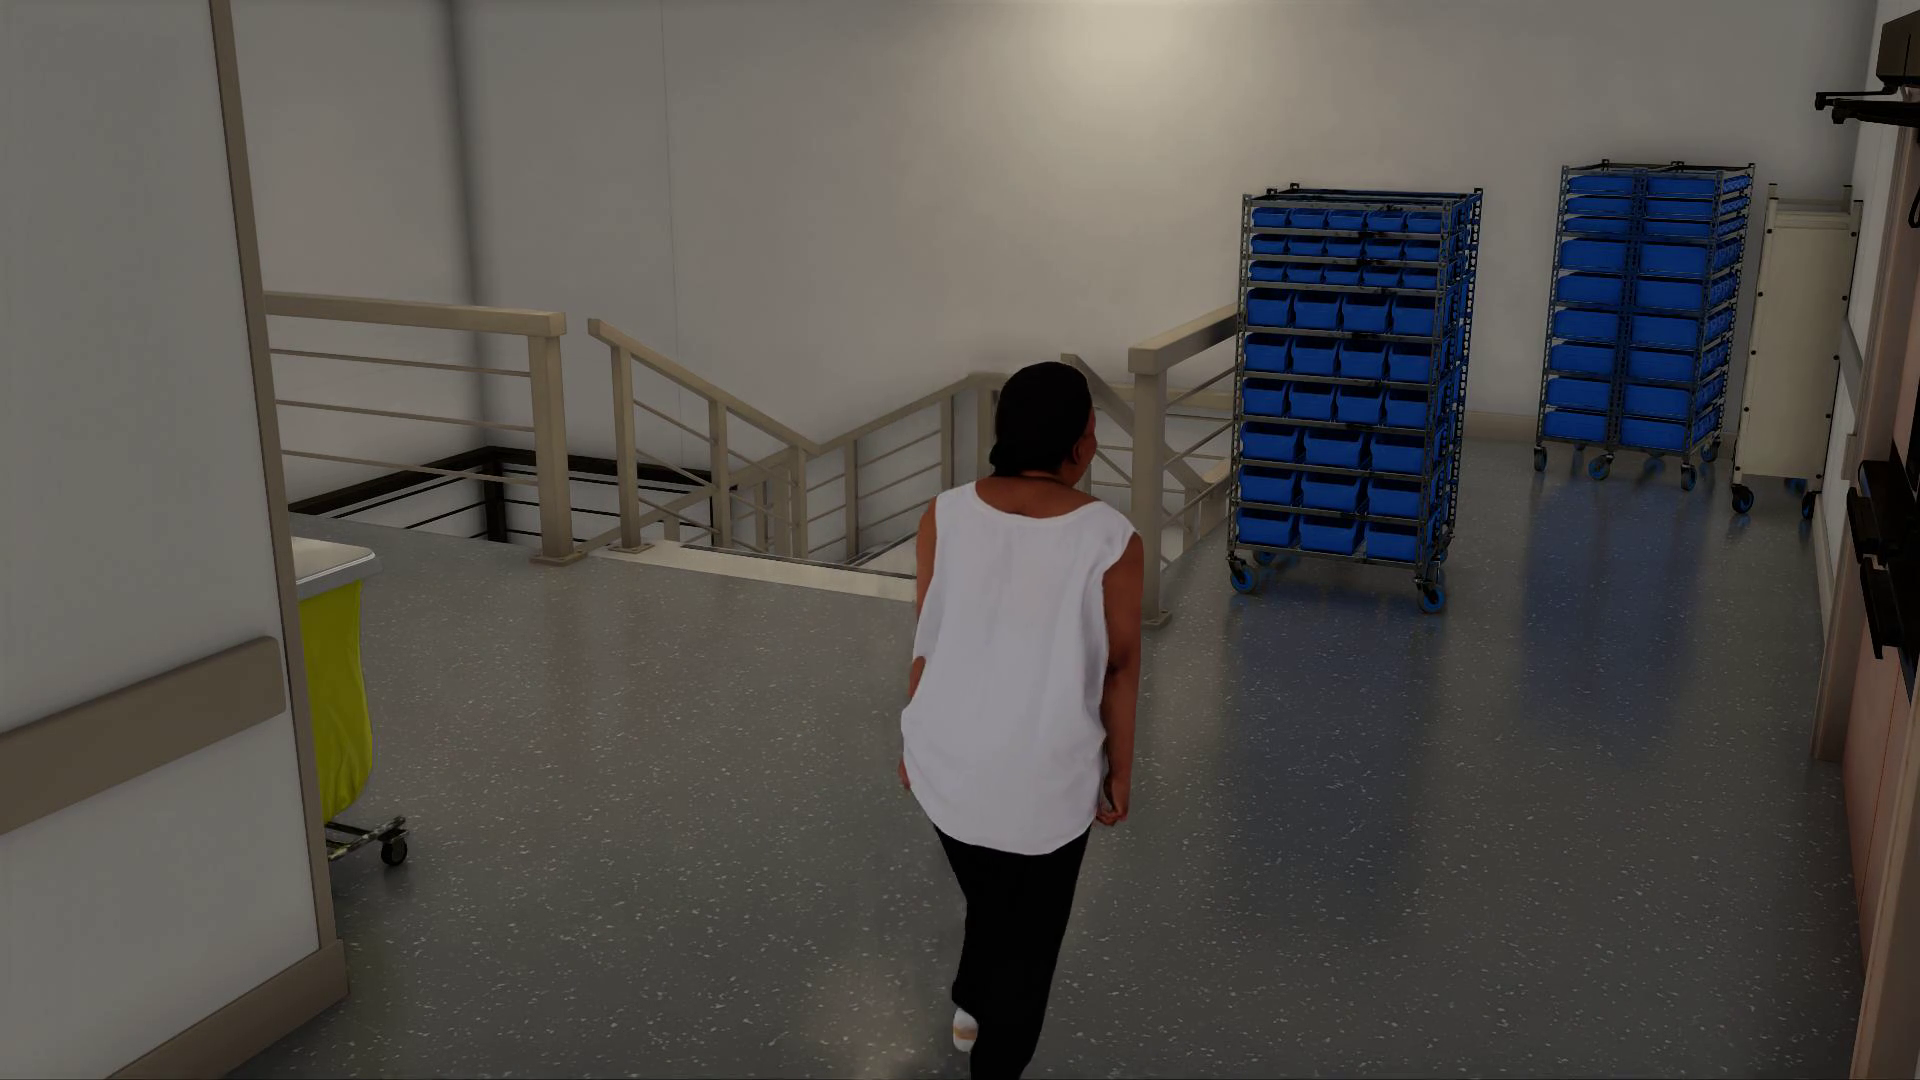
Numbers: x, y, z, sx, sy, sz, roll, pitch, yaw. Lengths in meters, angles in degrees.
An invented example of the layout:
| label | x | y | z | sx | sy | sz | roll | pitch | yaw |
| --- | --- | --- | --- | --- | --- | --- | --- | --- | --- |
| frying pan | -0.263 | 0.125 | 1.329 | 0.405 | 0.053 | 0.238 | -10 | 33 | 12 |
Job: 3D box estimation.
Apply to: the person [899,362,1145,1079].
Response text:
| label | x | y | z | sx | sy | sz | roll | pitch | yaw |
| --- | --- | --- | --- | --- | --- | --- | --- | --- | --- |
| person | 0.079 | 0.475 | 3.530 | 0.705 | 1.652 | 0.800 | 10 | 18 | 30 |
